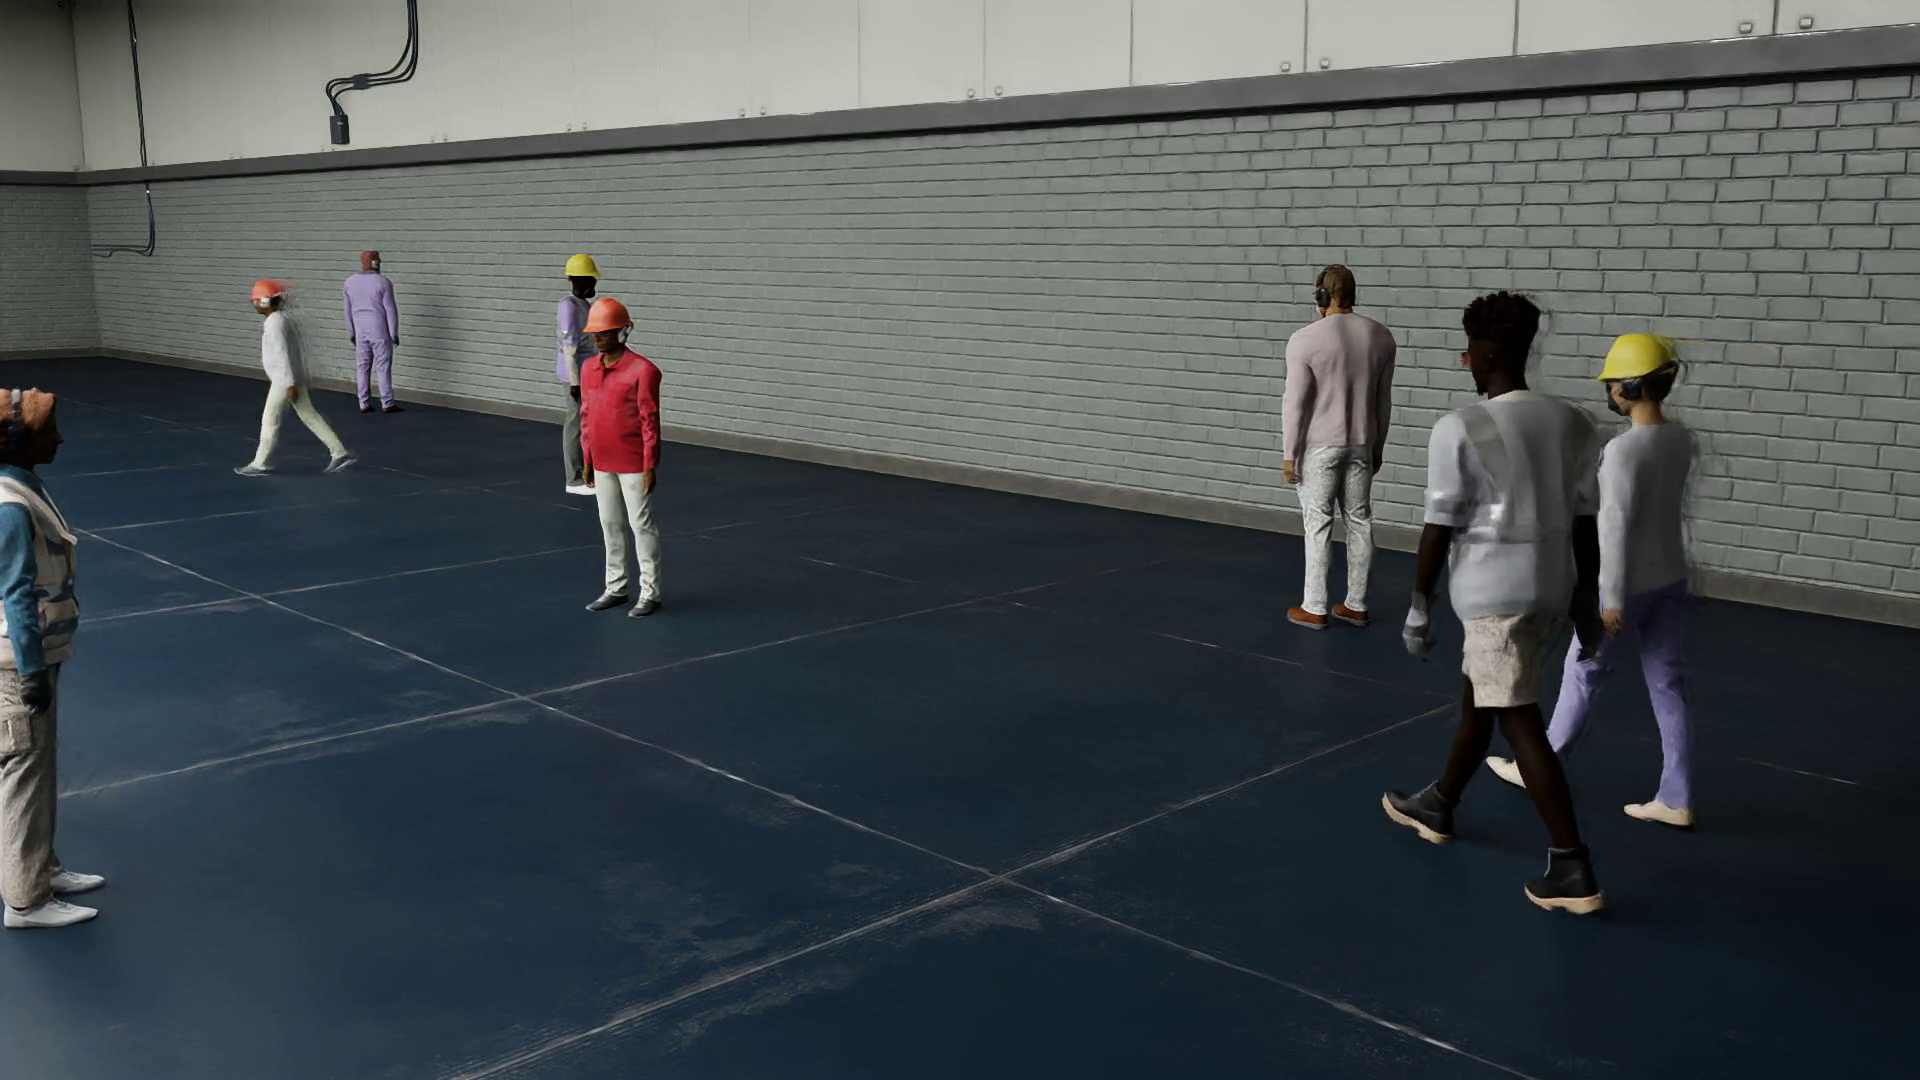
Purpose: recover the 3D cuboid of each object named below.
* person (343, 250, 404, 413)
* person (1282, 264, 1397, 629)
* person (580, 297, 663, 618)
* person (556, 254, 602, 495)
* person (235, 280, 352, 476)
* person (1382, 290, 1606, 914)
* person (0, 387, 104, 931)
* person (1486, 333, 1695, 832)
[{"bbox_3d":[-6.866,-2.438,19.510,0.648,1.904,0.401,2,11,13],"label":"person"},{"bbox_3d":[1.980,-0.481,8.788,0.630,1.931,0.372,-3,11,-17],"label":"person"},{"bbox_3d":[-1.872,-0.447,9.090,0.568,1.744,0.353,7,12,32],"label":"person"},{"bbox_3d":[-3.046,-1.332,13.414,0.384,1.928,0.588,0,10,1],"label":"person"},{"bbox_3d":[-5.820,-1.406,14.476,0.944,1.702,0.566,-2,11,-11],"label":"person"},{"bbox_3d":[1.751,0.172,5.291,0.607,1.913,1.034,-6,12,-28],"label":"person"},{"bbox_3d":[-2.812,0.356,5.030,0.318,1.630,0.511,-5,12,-26],"label":"person"},{"bbox_3d":[2.330,0.137,5.939,0.544,1.733,0.770,-8,13,-37],"label":"person"}]
